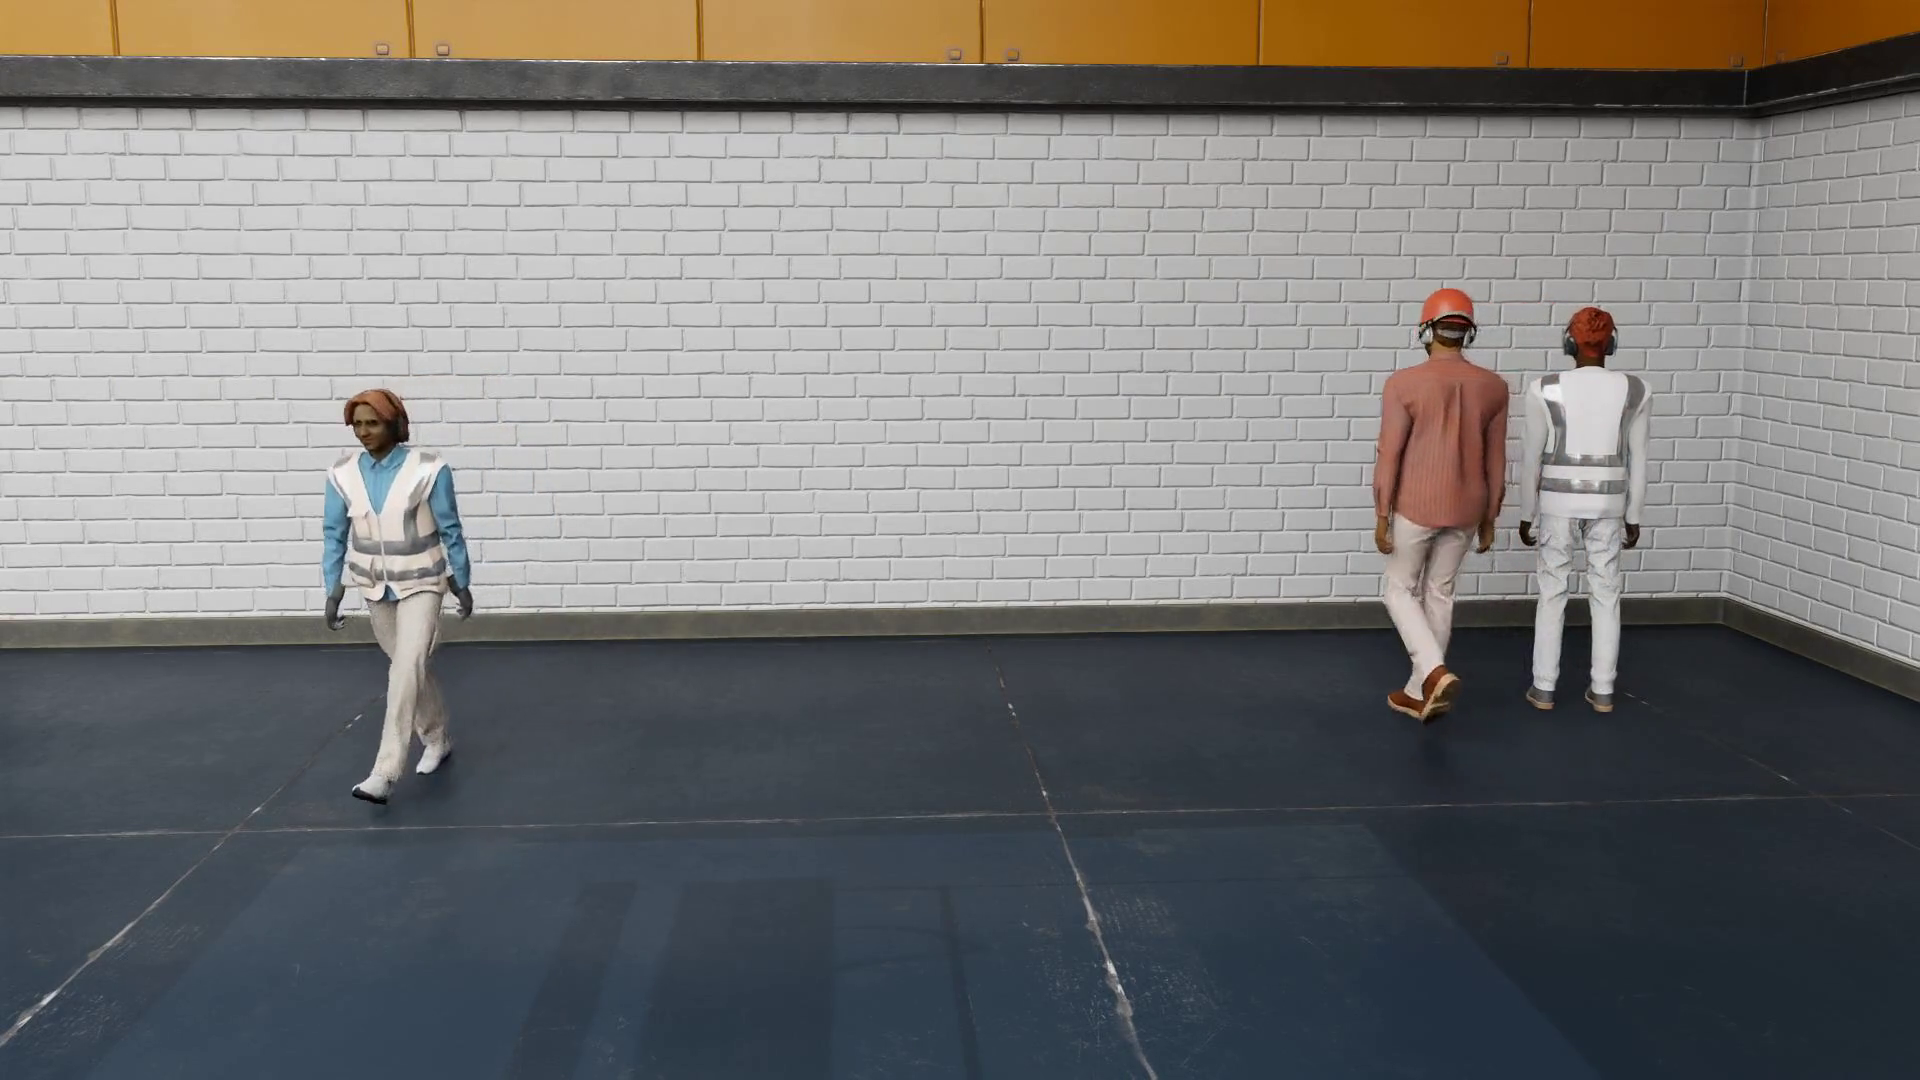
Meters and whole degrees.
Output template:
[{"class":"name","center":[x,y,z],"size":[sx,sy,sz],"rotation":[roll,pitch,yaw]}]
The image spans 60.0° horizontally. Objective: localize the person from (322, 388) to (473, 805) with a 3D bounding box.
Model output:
[{"class":"person","center":[-2.205,0.208,6.457],"size":[0.528,1.580,0.897],"rotation":[2,9,10]}]

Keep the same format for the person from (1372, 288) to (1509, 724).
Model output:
[{"class":"person","center":[2.145,-0.127,7.396],"size":[0.624,1.970,0.640],"rotation":[-2,9,-10]}]

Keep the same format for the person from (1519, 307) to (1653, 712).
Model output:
[{"class":"person","center":[2.889,-0.133,7.720],"size":[0.568,1.878,0.350],"rotation":[1,9,8]}]
